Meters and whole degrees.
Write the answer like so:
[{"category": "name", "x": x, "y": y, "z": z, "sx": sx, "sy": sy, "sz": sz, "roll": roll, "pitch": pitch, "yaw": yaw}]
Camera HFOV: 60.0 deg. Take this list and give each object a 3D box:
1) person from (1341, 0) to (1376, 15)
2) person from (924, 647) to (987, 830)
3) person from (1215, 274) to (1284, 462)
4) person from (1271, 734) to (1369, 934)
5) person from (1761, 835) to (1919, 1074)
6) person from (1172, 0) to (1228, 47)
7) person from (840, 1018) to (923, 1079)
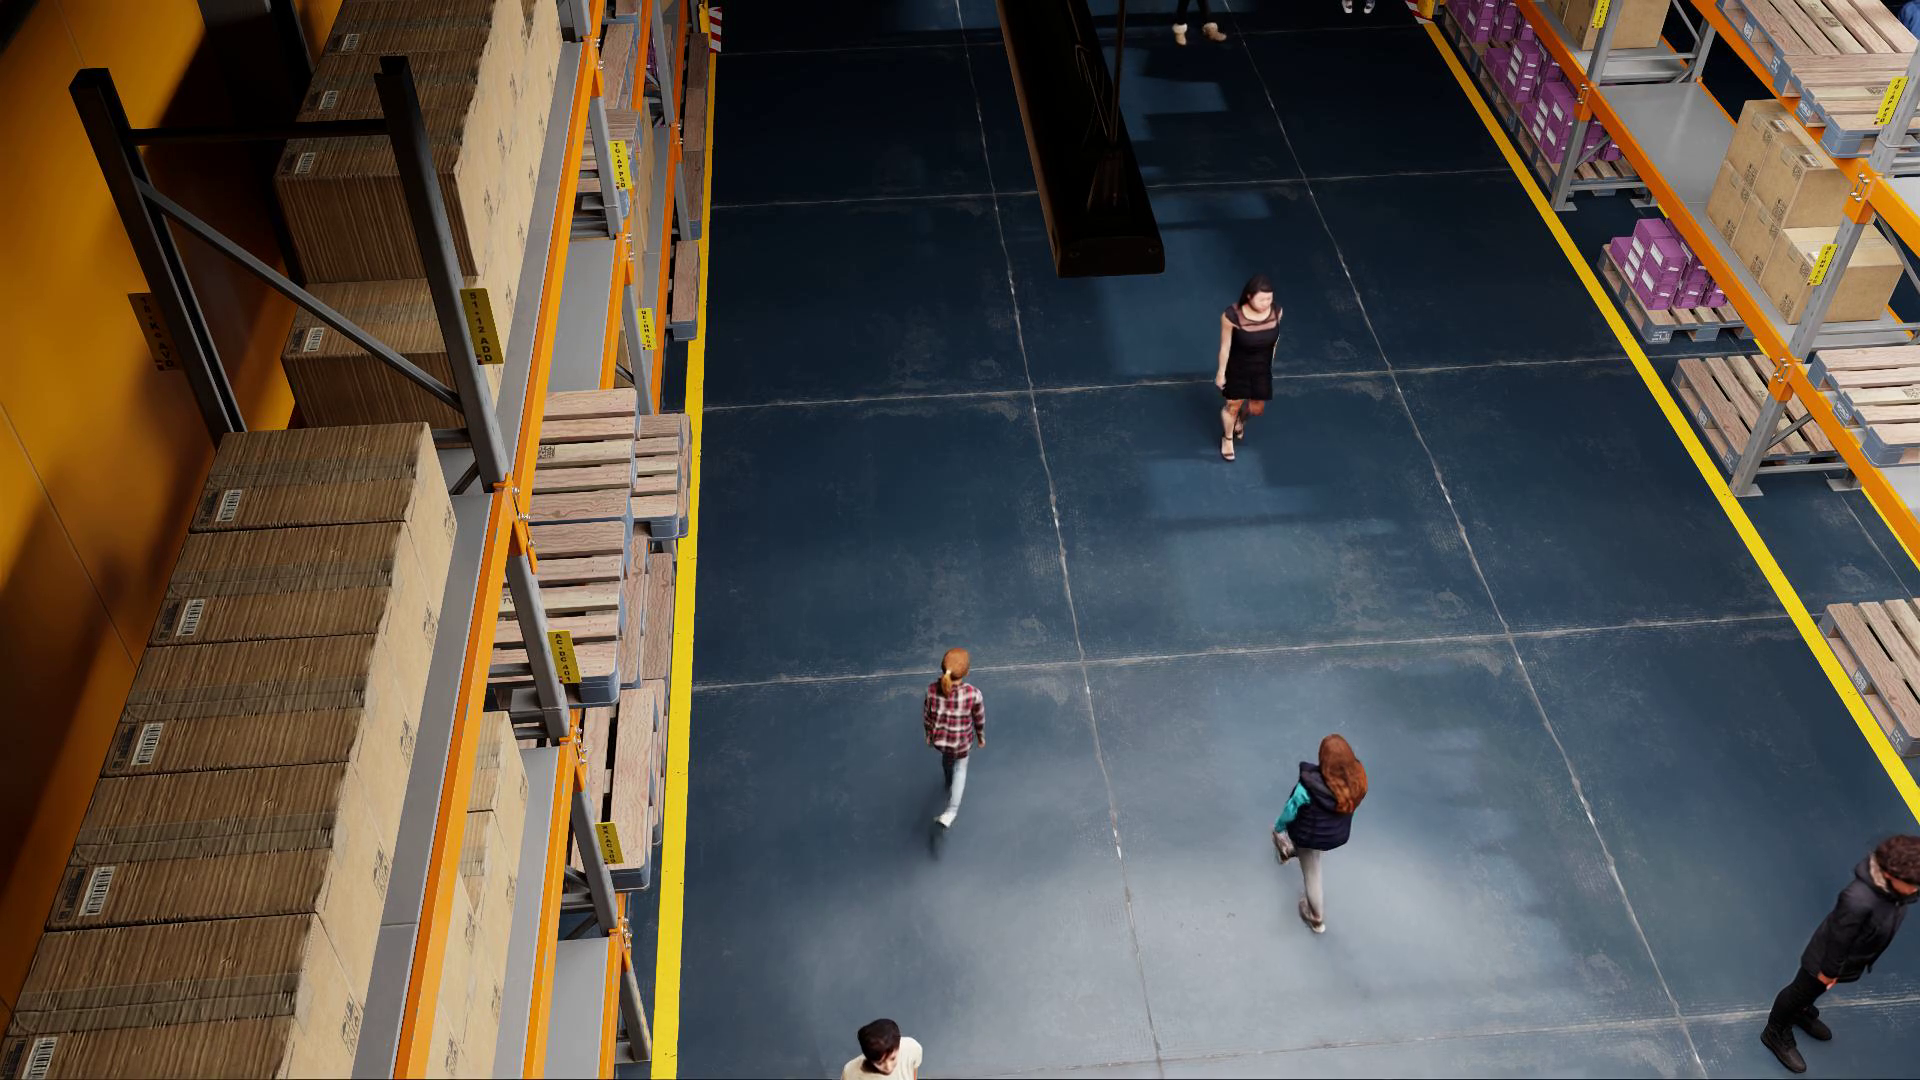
[{"category": "person", "x": 4.412, "y": -6.554, "z": 17.897, "sx": 0.622, "sy": 1.786, "sz": 0.609, "roll": 6, "pitch": 44, "yaw": 6}, {"category": "person", "x": -0.068, "y": 1.236, "z": 10.090, "sx": 0.693, "sy": 1.275, "sz": 0.914, "roll": 8, "pitch": 44, "yaw": 8}, {"category": "person", "x": 2.097, "y": -1.323, "z": 12.465, "sx": 0.685, "sy": 1.704, "sz": 0.725, "roll": -9, "pitch": 44, "yaw": -9}, {"category": "person", "x": 2.069, "y": 1.695, "z": 9.467, "sx": 0.753, "sy": 1.470, "sz": 0.996, "roll": -16, "pitch": 46, "yaw": -16}, {"category": "person", "x": 4.666, "y": 2.135, "z": 8.785, "sx": 0.726, "sy": 1.773, "sz": 0.754, "roll": -29, "pitch": 51, "yaw": -27}, {"category": "person", "x": 2.475, "y": -5.959, "z": 17.373, "sx": 0.856, "sy": 1.647, "sz": 0.711, "roll": -4, "pitch": 44, "yaw": -4}, {"category": "person", "x": -0.403, "y": 2.794, "z": 8.260, "sx": 0.802, "sy": 1.544, "sz": 1.074, "roll": -16, "pitch": 46, "yaw": -16}]
